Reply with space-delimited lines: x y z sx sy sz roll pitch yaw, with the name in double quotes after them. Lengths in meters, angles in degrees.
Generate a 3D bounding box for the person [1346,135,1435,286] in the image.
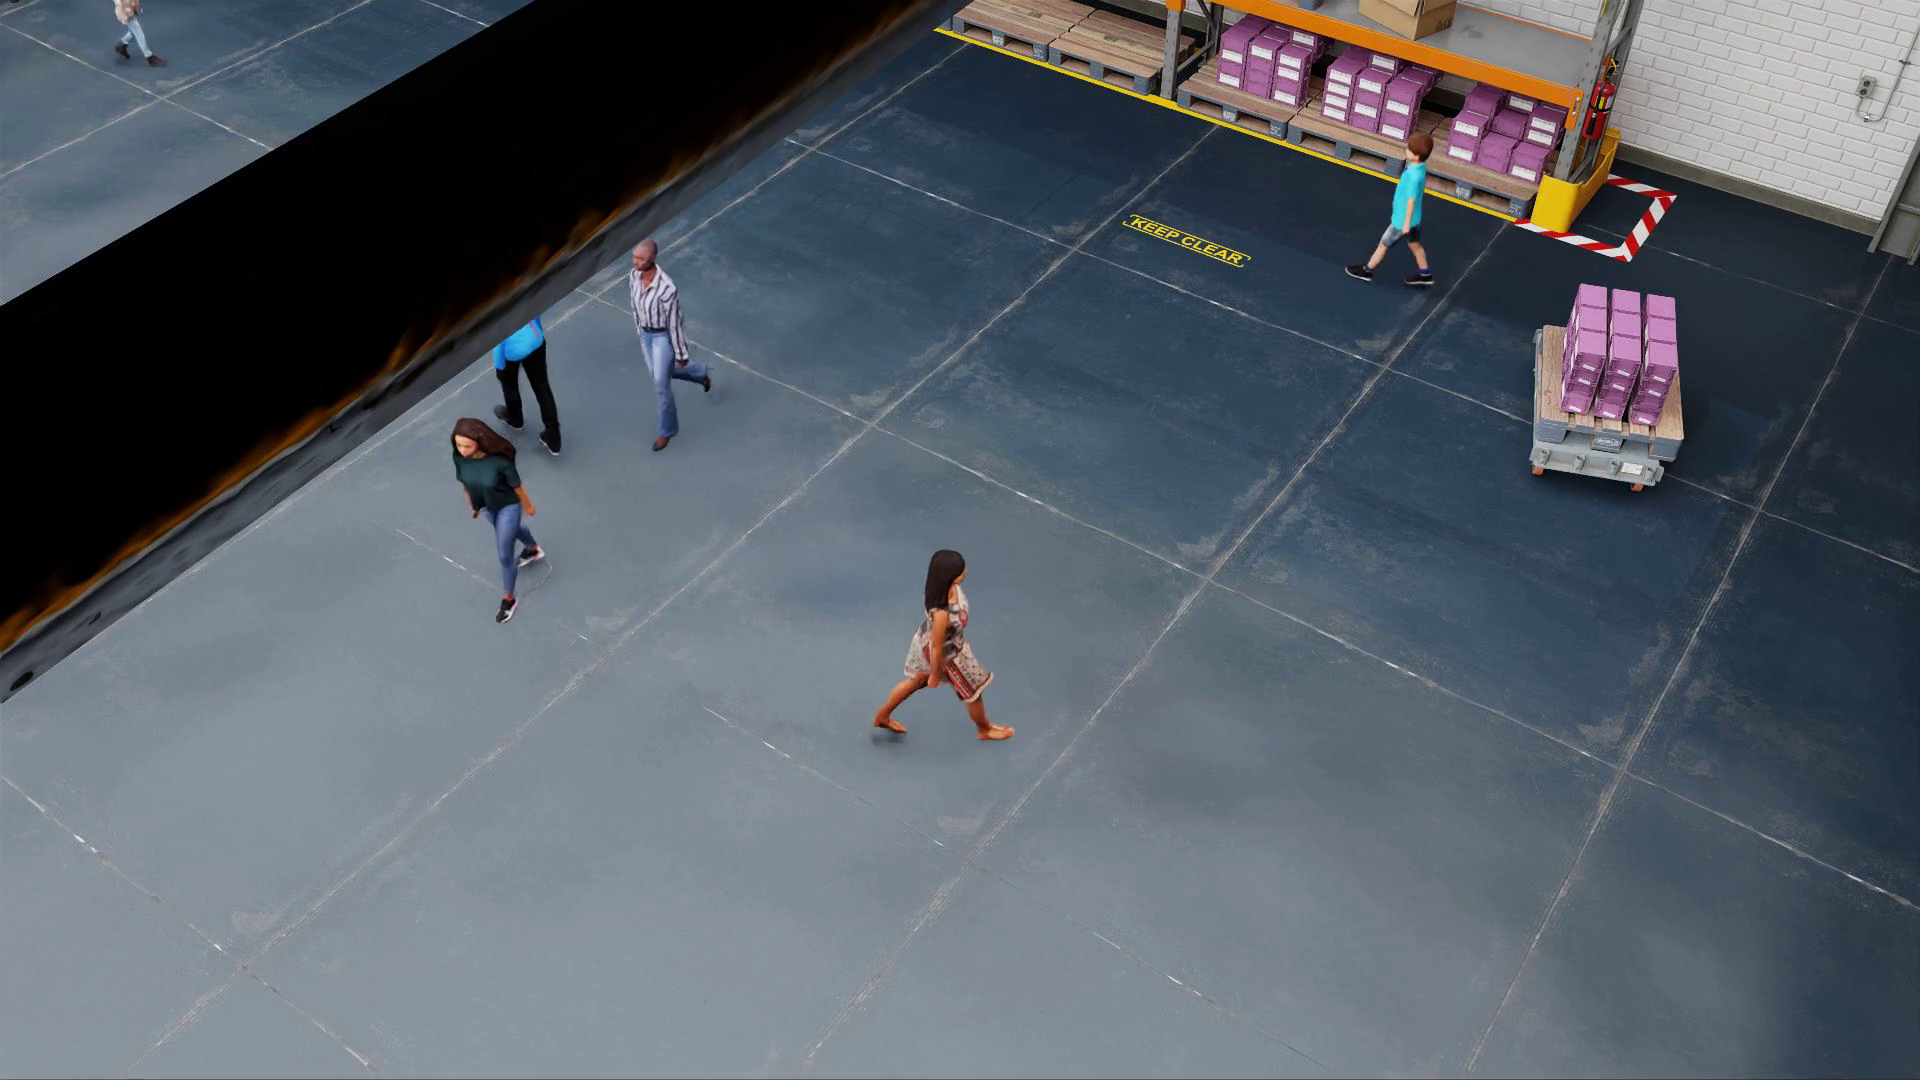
3.819 -2.721 13.954 1.018 1.416 0.680 16 46 16 "person"

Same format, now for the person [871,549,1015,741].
-0.207 0.690 10.242 1.199 1.597 1.065 -2 44 -2 "person"

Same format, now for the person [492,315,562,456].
-3.188 -1.361 12.274 1.013 1.764 0.748 33 53 30 "person"

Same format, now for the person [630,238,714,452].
-2.169 -1.525 12.439 0.950 1.775 0.744 29 51 27 "person"

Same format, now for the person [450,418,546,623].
-3.091 -0.269 11.266 0.963 1.574 0.813 15 46 15 "person"

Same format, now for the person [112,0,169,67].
-8.501 -5.379 16.911 0.816 1.185 0.731 -3 44 -3 "person"
